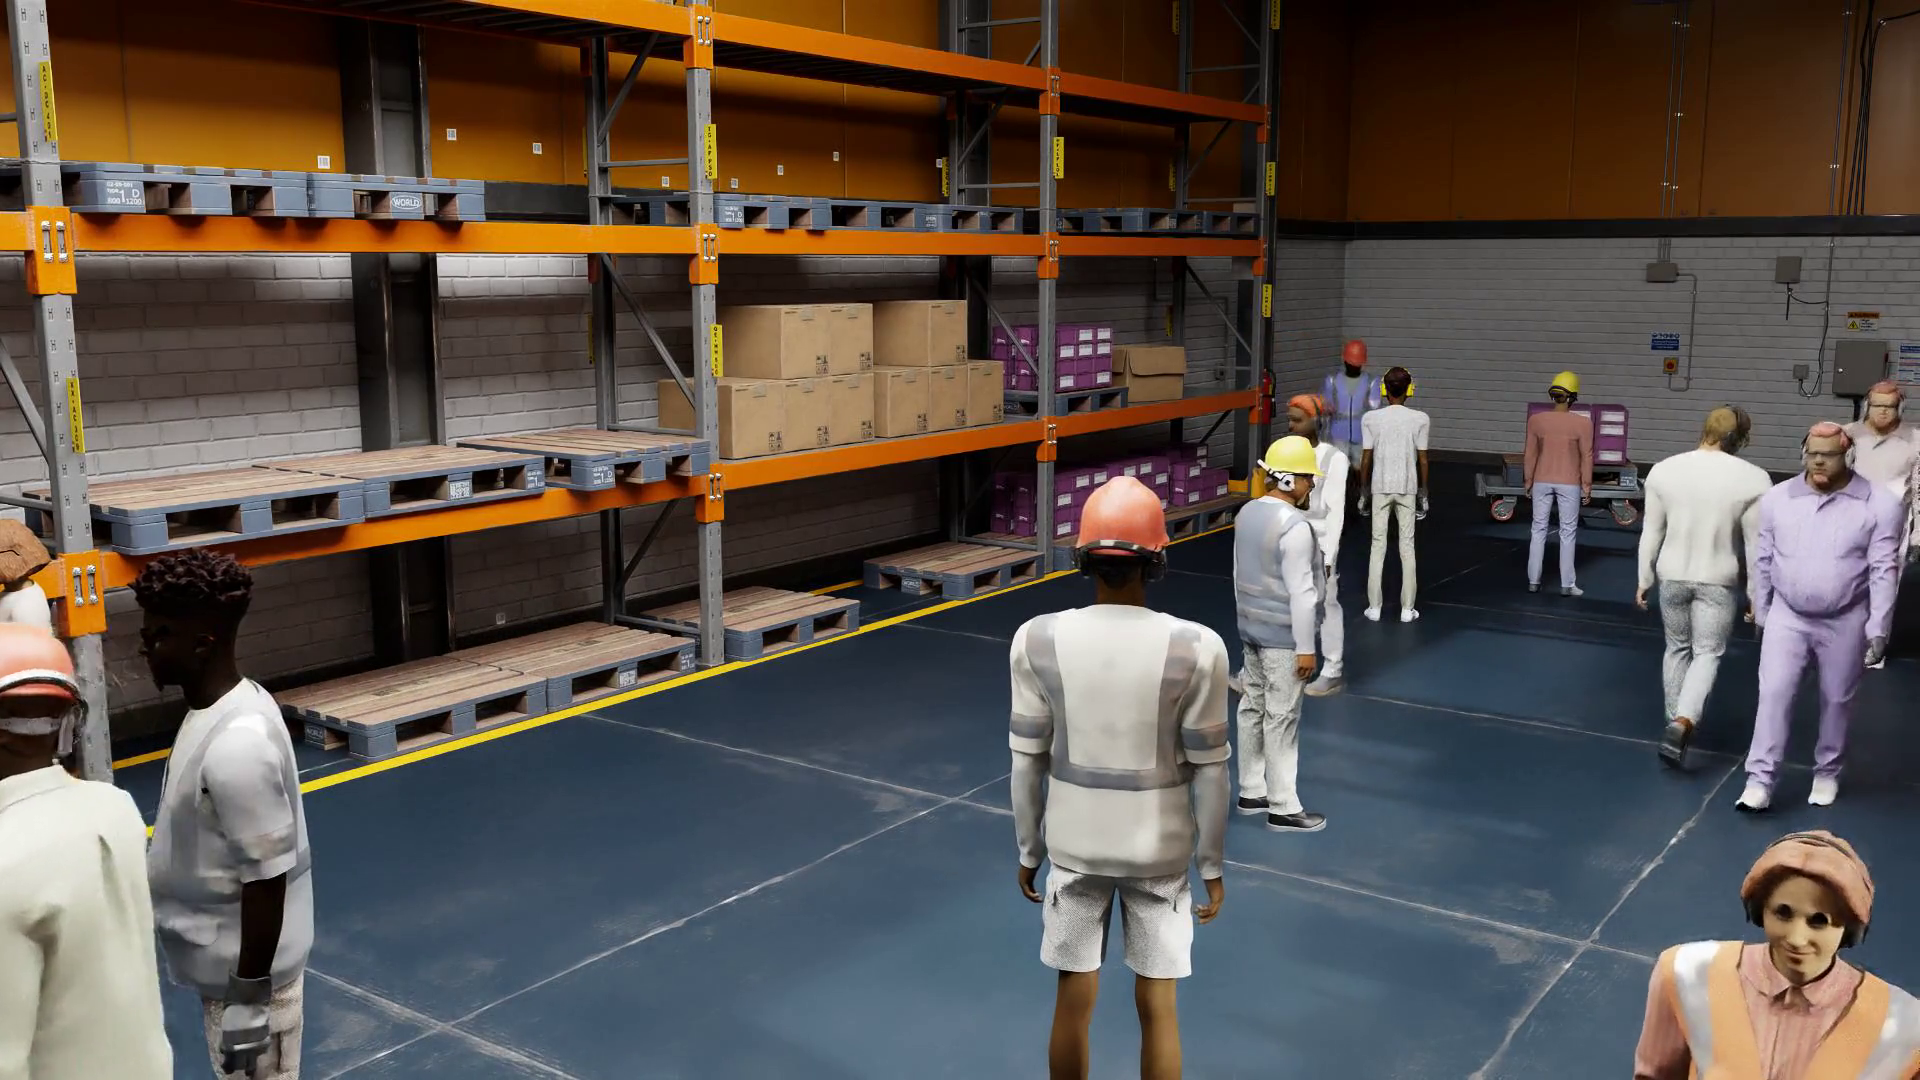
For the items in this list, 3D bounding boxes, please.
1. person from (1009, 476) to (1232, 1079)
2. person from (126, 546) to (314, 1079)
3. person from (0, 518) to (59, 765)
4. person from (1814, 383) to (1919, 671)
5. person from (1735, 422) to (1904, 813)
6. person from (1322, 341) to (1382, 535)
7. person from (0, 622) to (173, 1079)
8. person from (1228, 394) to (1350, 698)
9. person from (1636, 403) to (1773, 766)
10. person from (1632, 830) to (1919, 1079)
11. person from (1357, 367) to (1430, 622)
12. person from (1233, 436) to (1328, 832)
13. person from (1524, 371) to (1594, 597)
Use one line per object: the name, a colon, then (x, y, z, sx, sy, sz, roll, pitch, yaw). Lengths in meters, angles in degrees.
person: (0.440, 0.842, 4.609, 0.607, 2.048, 0.370, 2, 10, 14)
person: (-1.745, 0.984, 3.999, 0.361, 1.963, 0.614, -5, 11, -28)
person: (-3.700, 0.719, 6.603, 0.282, 1.625, 0.492, -6, 11, -32)
person: (5.749, -0.052, 10.496, 0.654, 1.858, 0.965, 6, 11, 34)
person: (4.014, 0.395, 7.813, 0.647, 1.870, 0.925, 7, 12, 36)
person: (3.804, -0.993, 16.126, 0.572, 1.850, 1.079, 2, 10, 13)
person: (-1.760, 1.134, 3.183, 0.622, 1.938, 0.645, 0, 10, 0)
person: (1.976, 0.068, 9.825, 0.955, 1.835, 0.610, -7, 12, -36)
person: (3.865, 0.233, 8.703, 0.646, 1.901, 0.880, 7, 12, 36)
person: (1.475, 1.313, 3.031, 0.545, 1.623, 0.372, 6, 11, 32)
person: (3.166, -0.330, 12.134, 0.509, 1.865, 0.329, 2, 10, 14)
person: (1.489, 0.429, 7.722, 0.404, 1.827, 0.588, -3, 10, -17)
person: (4.699, -0.437, 13.059, 0.534, 1.767, 0.320, 7, 12, 37)
